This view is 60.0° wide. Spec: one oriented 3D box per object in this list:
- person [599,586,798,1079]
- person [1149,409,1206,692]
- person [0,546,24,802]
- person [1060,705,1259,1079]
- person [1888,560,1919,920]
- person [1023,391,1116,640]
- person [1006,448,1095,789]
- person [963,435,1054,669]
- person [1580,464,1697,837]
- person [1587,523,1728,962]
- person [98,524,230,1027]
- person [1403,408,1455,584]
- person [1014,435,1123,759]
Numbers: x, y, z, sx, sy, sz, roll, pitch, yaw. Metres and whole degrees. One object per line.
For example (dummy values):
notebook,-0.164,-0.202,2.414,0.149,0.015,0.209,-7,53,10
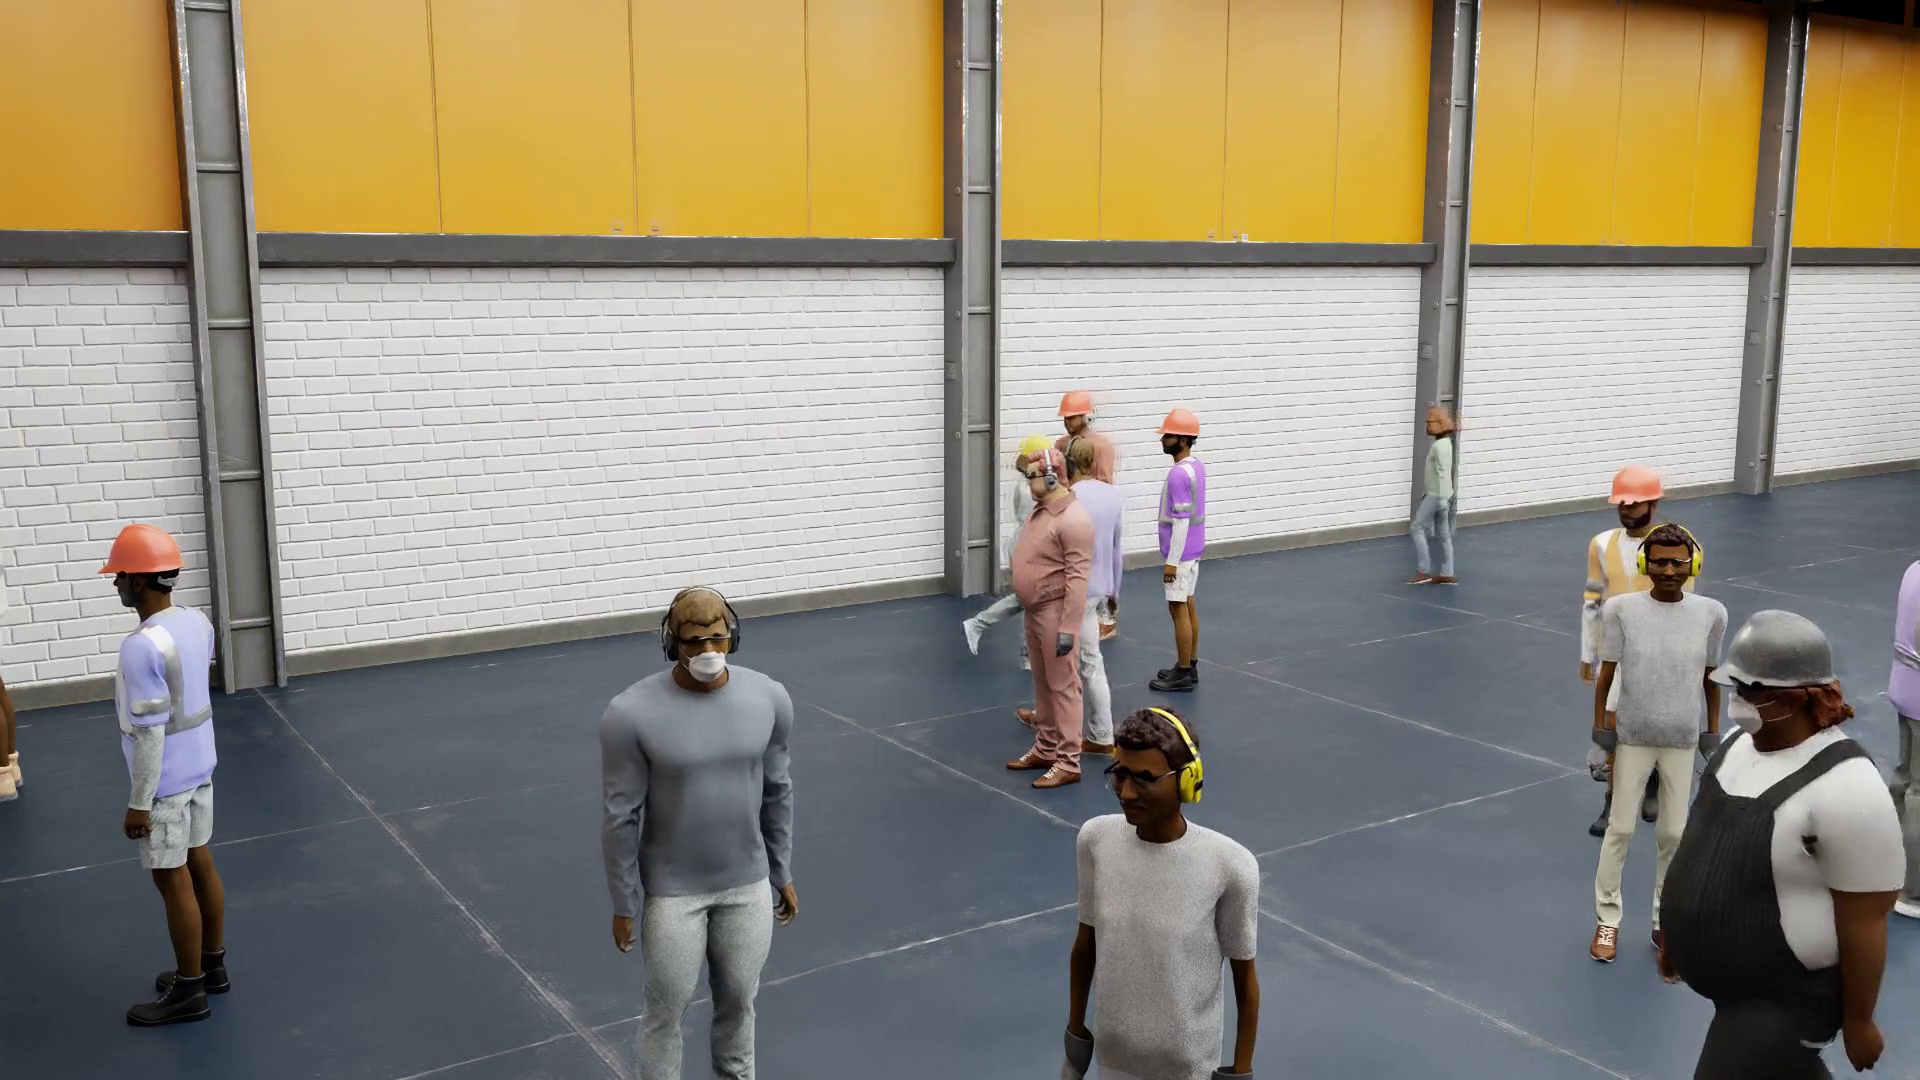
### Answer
person,-0.808,1.090,5.247,0.635,1.937,0.352,-5,11,-28
person,1.490,0.070,11.380,0.349,1.940,0.551,3,10,19
person,-5.375,0.416,8.995,0.391,2.040,0.615,-3,10,-20
person,0.478,1.313,4.112,0.532,1.868,0.310,6,11,32
person,4.355,0.733,7.421,0.364,1.930,0.588,2,10,12
person,0.884,-0.153,12.686,0.640,1.943,0.973,8,12,40
person,0.491,0.431,9.333,0.405,1.903,0.636,-3,10,-18
person,0.378,0.090,11.938,0.660,1.714,0.504,1,9,4
person,3.444,0.563,8.482,0.460,1.919,0.563,-9,13,-43
person,2.900,0.847,6.917,0.538,1.869,0.312,2,10,11
person,-3.066,0.898,6.407,0.355,1.939,0.544,-1,9,-3
person,4.271,-0.389,15.138,0.570,1.616,0.507,4,10,24
person,0.593,0.326,9.933,0.900,1.906,0.655,7,12,35
